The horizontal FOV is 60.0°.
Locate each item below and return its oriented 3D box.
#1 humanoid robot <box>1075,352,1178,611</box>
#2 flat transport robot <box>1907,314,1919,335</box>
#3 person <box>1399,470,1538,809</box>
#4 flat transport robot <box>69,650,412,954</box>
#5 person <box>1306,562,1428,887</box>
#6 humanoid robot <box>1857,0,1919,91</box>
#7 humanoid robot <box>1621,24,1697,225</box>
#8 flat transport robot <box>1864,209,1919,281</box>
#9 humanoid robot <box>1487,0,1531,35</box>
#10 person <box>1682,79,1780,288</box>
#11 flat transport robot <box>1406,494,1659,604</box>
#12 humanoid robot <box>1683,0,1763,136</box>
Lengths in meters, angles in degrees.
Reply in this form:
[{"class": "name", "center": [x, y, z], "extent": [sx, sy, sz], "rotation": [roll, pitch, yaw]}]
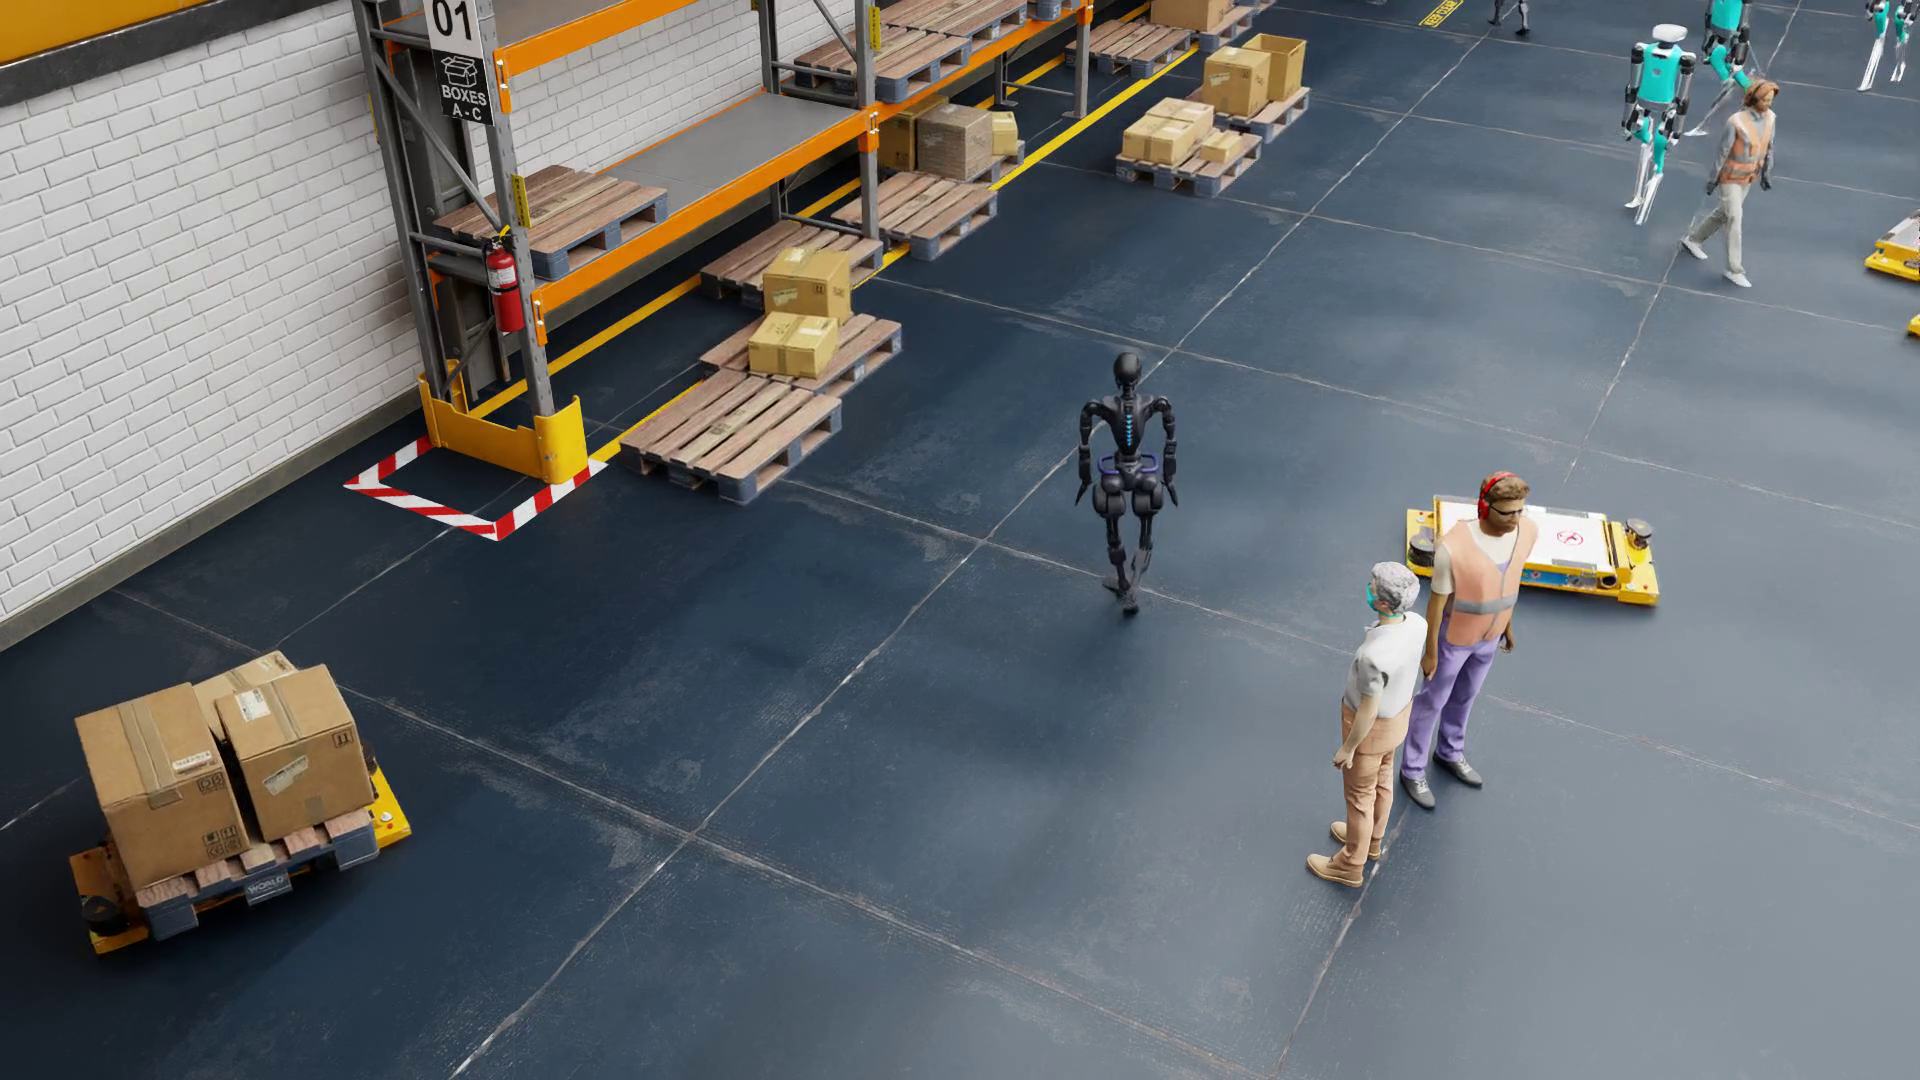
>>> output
[{"class": "humanoid robot", "center": [0.951, -0.307, 9.359], "extent": [0.590, 1.639, 0.497], "rotation": [0, 33, -1]}, {"class": "flat transport robot", "center": [7.975, -1.813, 12.891], "extent": [1.431, 0.231, 0.659], "rotation": [-28, 43, -35]}, {"class": "person", "center": [2.448, 0.450, 8.036], "extent": [0.562, 1.846, 0.394], "rotation": [-16, 37, -23]}, {"class": "flat transport robot", "center": [-3.447, 1.437, 7.973], "extent": [1.431, 0.231, 0.659], "rotation": [-20, 38, -27]}, {"class": "person", "center": [1.866, 0.832, 7.548], "extent": [0.321, 1.748, 0.468], "rotation": [23, 40, 30]}, {"class": "humanoid robot", "center": [9.766, -5.530, 17.213], "extent": [0.934, 1.793, 0.559], "rotation": [-27, 42, -35]}, {"class": "humanoid robot", "center": [6.007, -3.569, 14.272], "extent": [0.530, 1.812, 0.847], "rotation": [26, 41, 34]}, {"class": "flat transport robot", "center": [8.170, -2.468, 13.882], "extent": [0.659, 0.231, 1.431], "rotation": [29, 43, 36]}, {"class": "humanoid robot", "center": [6.362, -6.600, 18.903], "extent": [0.583, 1.633, 0.767], "rotation": [-5, 34, -7]}, {"class": "person", "center": [6.242, -2.908, 13.353], "extent": [0.528, 1.609, 0.808], "rotation": [-18, 37, -25]}, {"class": "flat transport robot", "center": [3.445, 0.051, 10.071], "extent": [1.431, 0.231, 0.659], "rotation": [7, 34, 11]}, {"class": "humanoid robot", "center": [7.447, -4.660, 15.898], "extent": [0.798, 1.797, 0.530], "rotation": [-12, 35, -17]}]
